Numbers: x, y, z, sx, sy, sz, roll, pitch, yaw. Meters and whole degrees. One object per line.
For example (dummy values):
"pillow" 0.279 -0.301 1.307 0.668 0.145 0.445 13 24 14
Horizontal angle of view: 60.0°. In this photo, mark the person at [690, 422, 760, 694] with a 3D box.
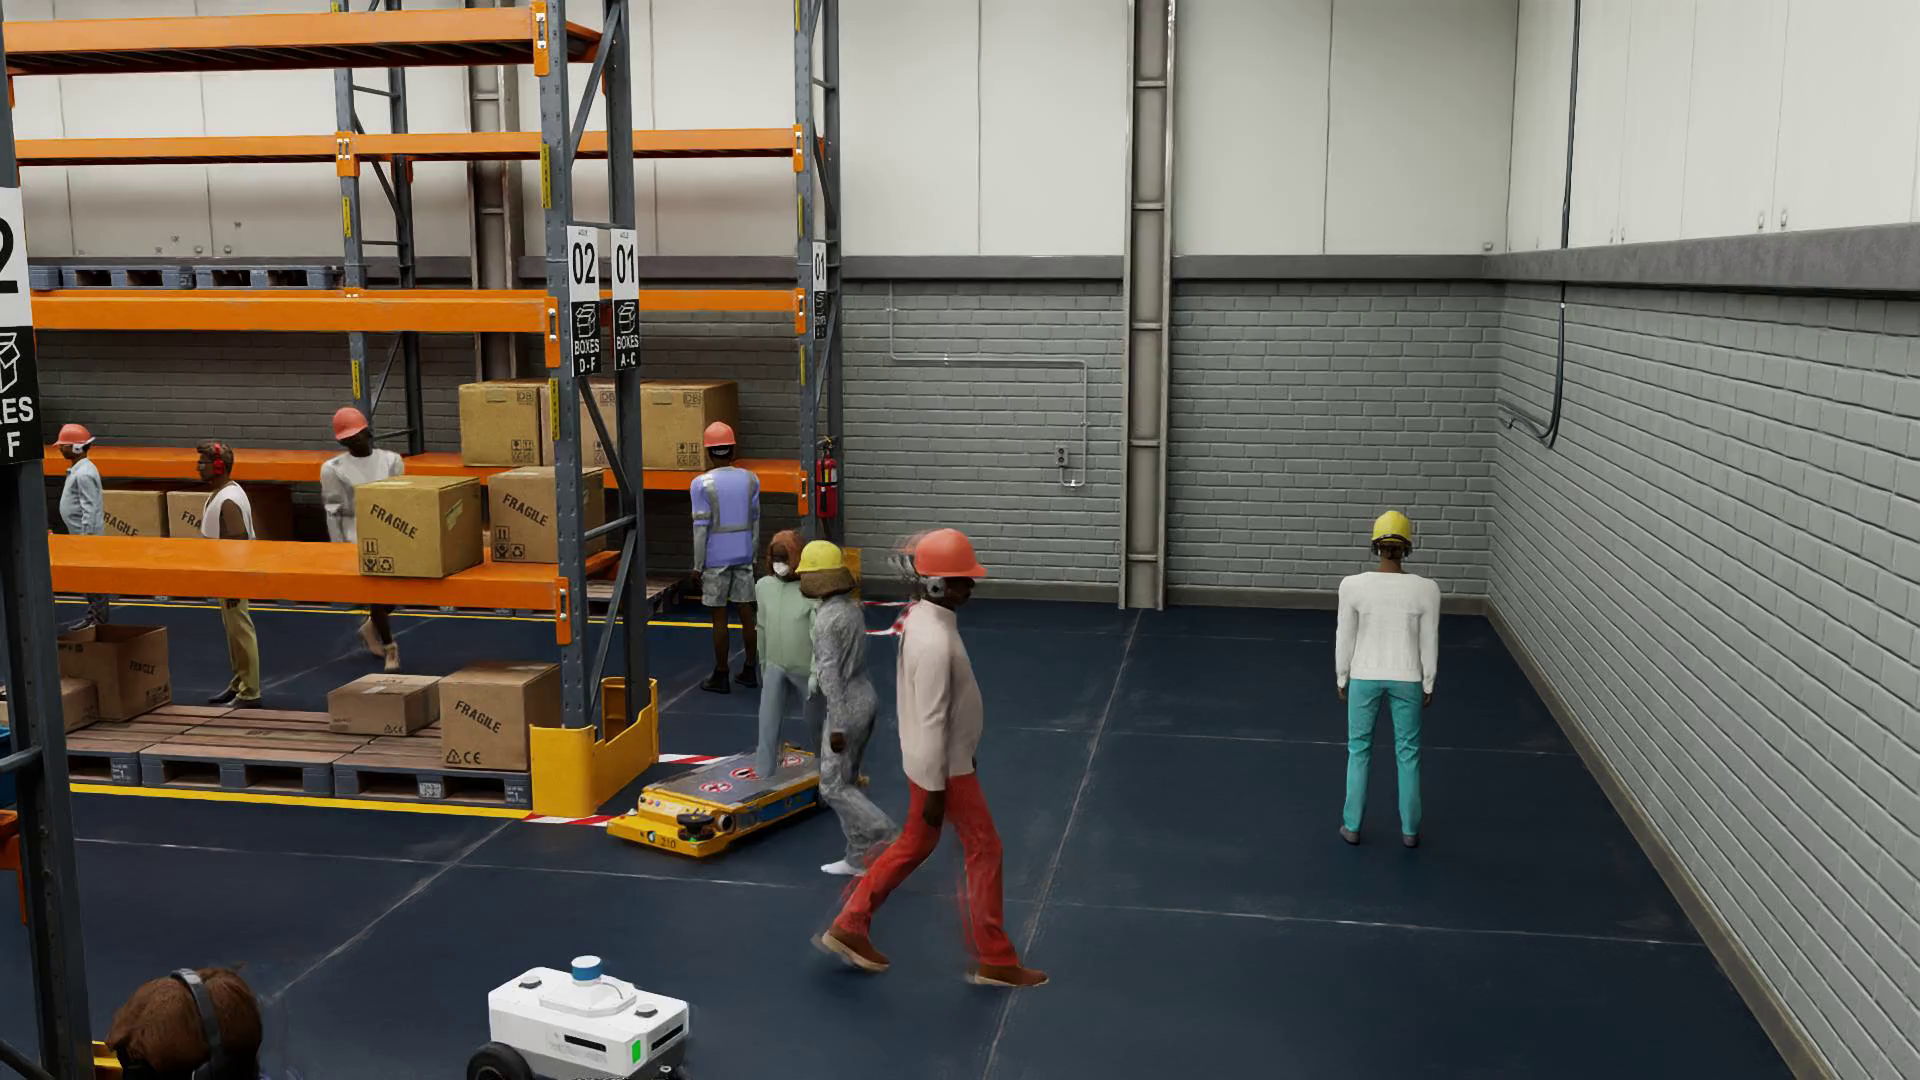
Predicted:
"person" -1.677 0.126 11.833 0.546 1.934 0.376 -7 12 -38

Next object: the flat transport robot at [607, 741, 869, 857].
"flat transport robot" -1.188 1.391 9.125 0.652 0.197 1.431 6 11 34

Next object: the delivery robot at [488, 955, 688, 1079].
"delivery robot" -1.318 1.722 5.905 0.707 0.478 0.477 5 10 26

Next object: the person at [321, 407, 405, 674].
"person" -4.410 -0.007 12.482 0.683 1.997 0.651 -7 12 -38

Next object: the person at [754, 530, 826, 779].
"person" -0.931 0.728 9.158 0.507 1.584 0.840 4 10 23

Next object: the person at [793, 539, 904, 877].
"person" -0.515 0.846 8.092 0.608 1.703 0.500 2 9 12

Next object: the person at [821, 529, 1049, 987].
"person" -0.132 0.913 6.955 0.950 1.966 0.617 -1 9 -6

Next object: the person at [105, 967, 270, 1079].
"person" -1.298 1.615 3.027 0.943 1.801 0.639 -7 12 -38

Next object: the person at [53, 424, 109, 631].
"person" -7.219 -0.082 13.678 0.330 1.751 0.563 -6 11 -32

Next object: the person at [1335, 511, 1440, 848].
"person" 2.221 0.723 8.687 0.520 1.758 0.344 2 9 11

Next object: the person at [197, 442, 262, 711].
"person" -4.962 0.248 11.340 0.394 1.847 0.563 -5 10 -29
